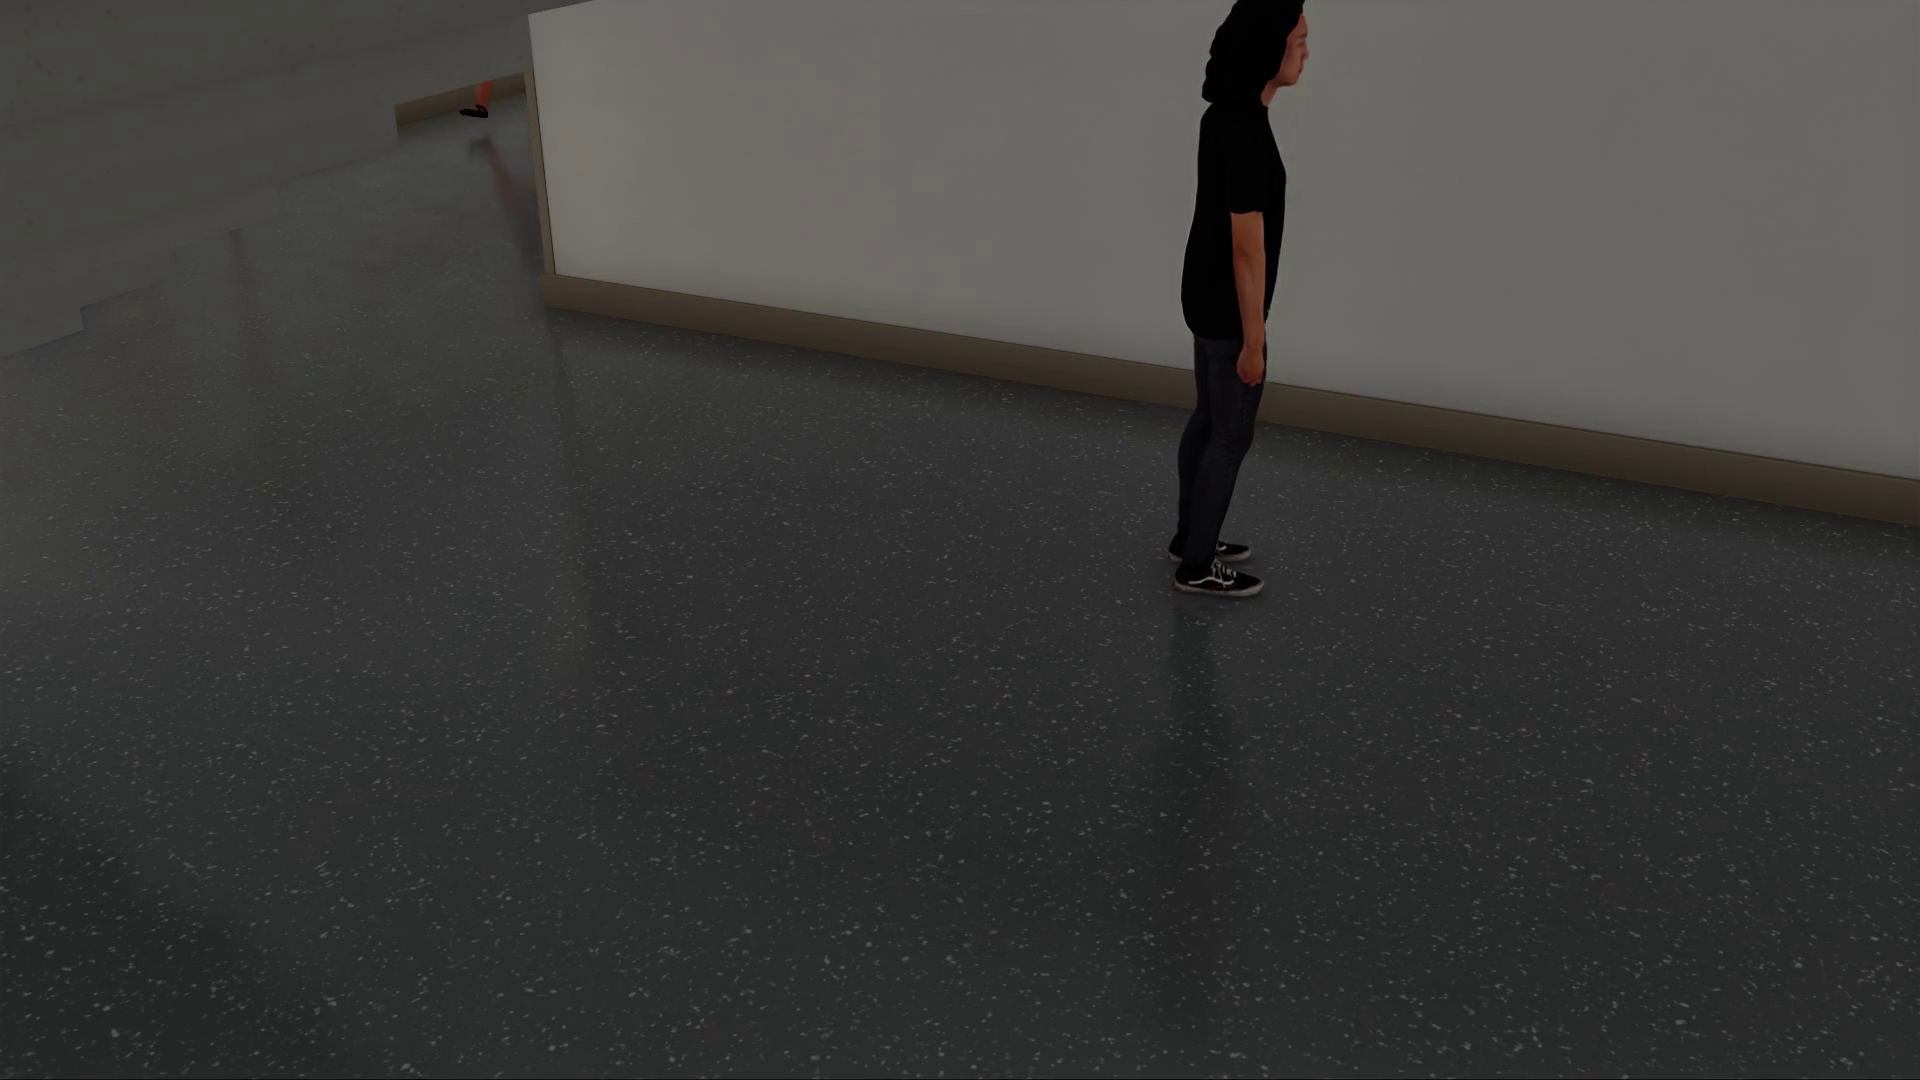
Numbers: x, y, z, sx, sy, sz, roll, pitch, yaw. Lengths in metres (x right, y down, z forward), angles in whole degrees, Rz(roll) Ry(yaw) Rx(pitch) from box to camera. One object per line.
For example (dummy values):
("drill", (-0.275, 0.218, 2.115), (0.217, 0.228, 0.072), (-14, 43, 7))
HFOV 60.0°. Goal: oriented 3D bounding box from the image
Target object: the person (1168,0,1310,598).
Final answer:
("person", (0.785, -0.706, 4.930), (0.695, 1.826, 0.708), (-2, 26, -3))
